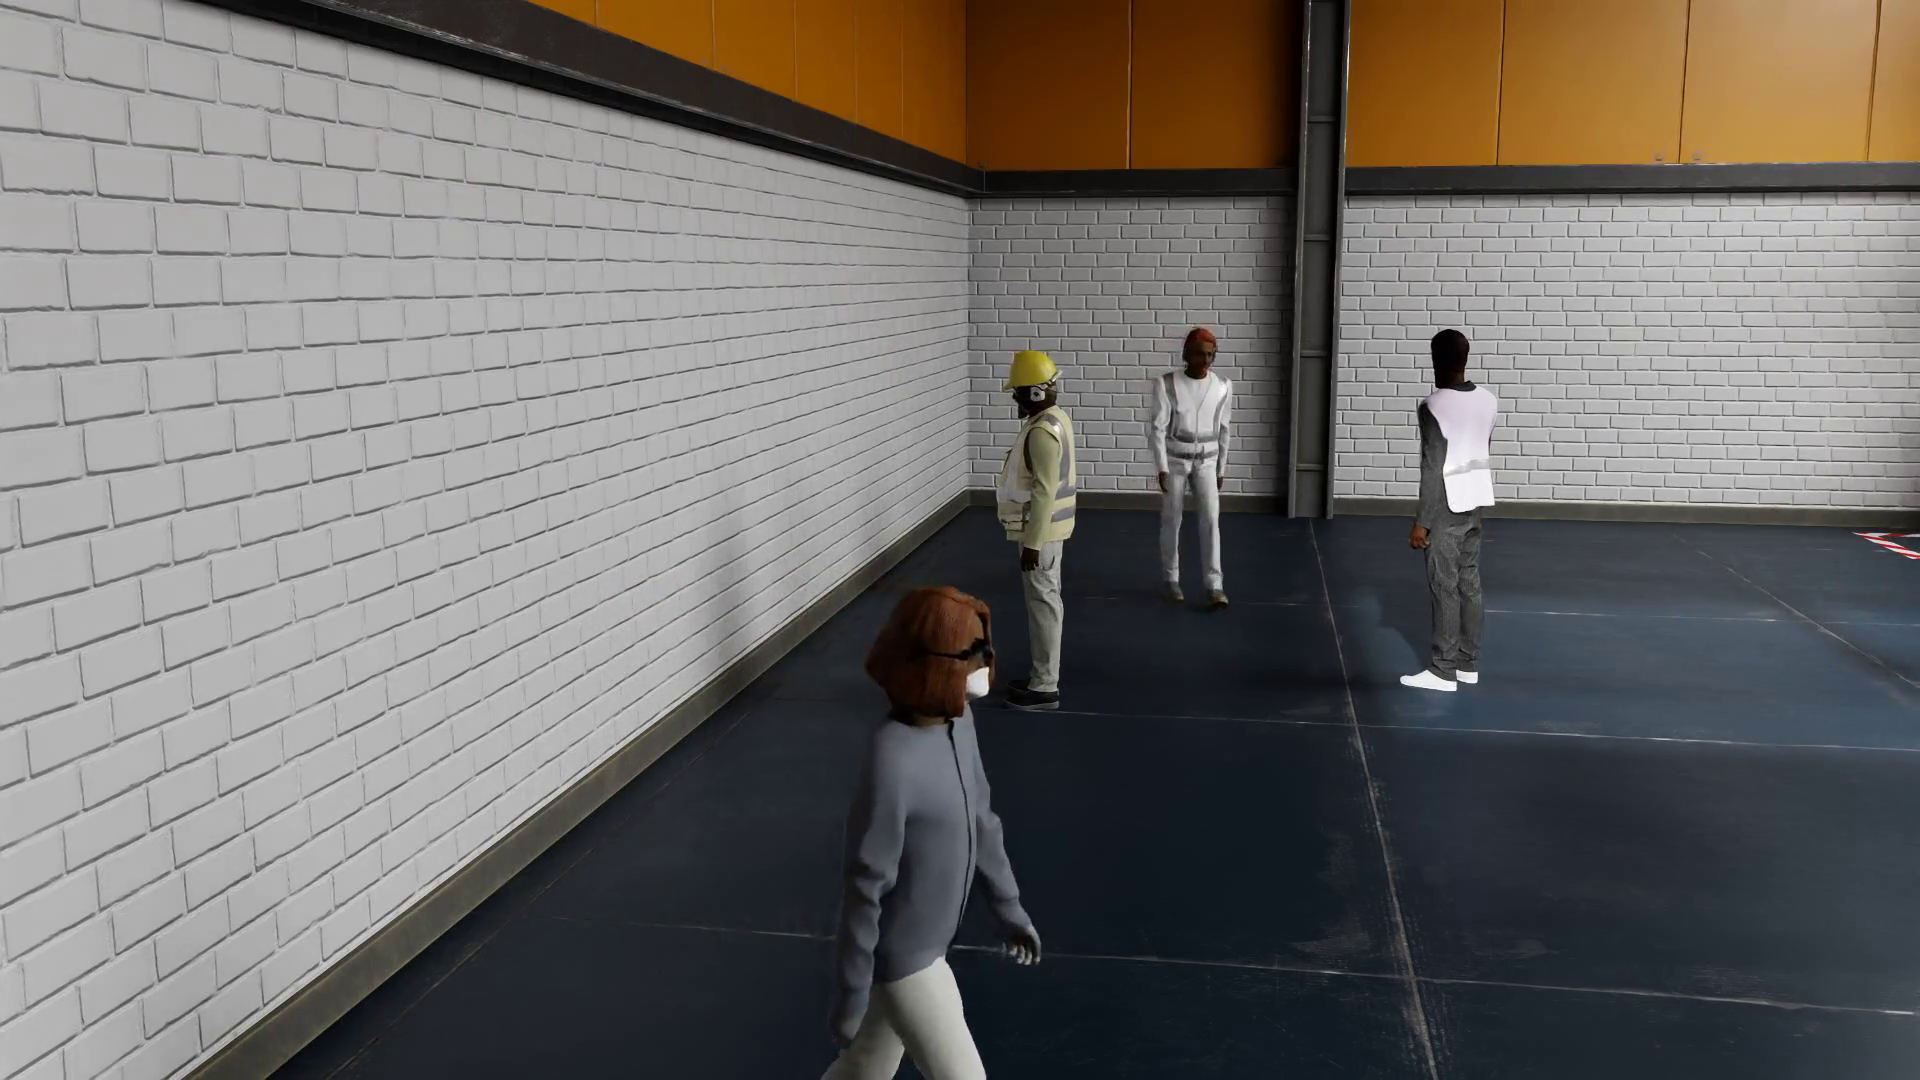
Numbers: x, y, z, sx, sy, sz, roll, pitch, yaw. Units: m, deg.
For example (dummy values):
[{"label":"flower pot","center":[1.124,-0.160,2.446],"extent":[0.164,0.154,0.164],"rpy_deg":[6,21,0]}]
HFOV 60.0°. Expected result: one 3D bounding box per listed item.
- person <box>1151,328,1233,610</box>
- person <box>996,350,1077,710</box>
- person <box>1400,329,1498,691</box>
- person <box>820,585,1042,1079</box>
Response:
[{"label":"person","center":[1.537,-0.460,10.959],"extent":[0.589,1.837,0.949],"rpy_deg":[-1,9,-8]},{"label":"person","center":[0.388,-0.051,8.473],"extent":[0.403,1.825,0.586],"rpy_deg":[1,9,7]},{"label":"person","center":[2.610,-0.152,8.821],"extent":[0.587,1.915,0.397],"rpy_deg":[-8,12,-40]},{"label":"person","center":[-0.117,0.866,3.518],"extent":[0.850,1.588,0.505],"rpy_deg":[2,9,13]}]
